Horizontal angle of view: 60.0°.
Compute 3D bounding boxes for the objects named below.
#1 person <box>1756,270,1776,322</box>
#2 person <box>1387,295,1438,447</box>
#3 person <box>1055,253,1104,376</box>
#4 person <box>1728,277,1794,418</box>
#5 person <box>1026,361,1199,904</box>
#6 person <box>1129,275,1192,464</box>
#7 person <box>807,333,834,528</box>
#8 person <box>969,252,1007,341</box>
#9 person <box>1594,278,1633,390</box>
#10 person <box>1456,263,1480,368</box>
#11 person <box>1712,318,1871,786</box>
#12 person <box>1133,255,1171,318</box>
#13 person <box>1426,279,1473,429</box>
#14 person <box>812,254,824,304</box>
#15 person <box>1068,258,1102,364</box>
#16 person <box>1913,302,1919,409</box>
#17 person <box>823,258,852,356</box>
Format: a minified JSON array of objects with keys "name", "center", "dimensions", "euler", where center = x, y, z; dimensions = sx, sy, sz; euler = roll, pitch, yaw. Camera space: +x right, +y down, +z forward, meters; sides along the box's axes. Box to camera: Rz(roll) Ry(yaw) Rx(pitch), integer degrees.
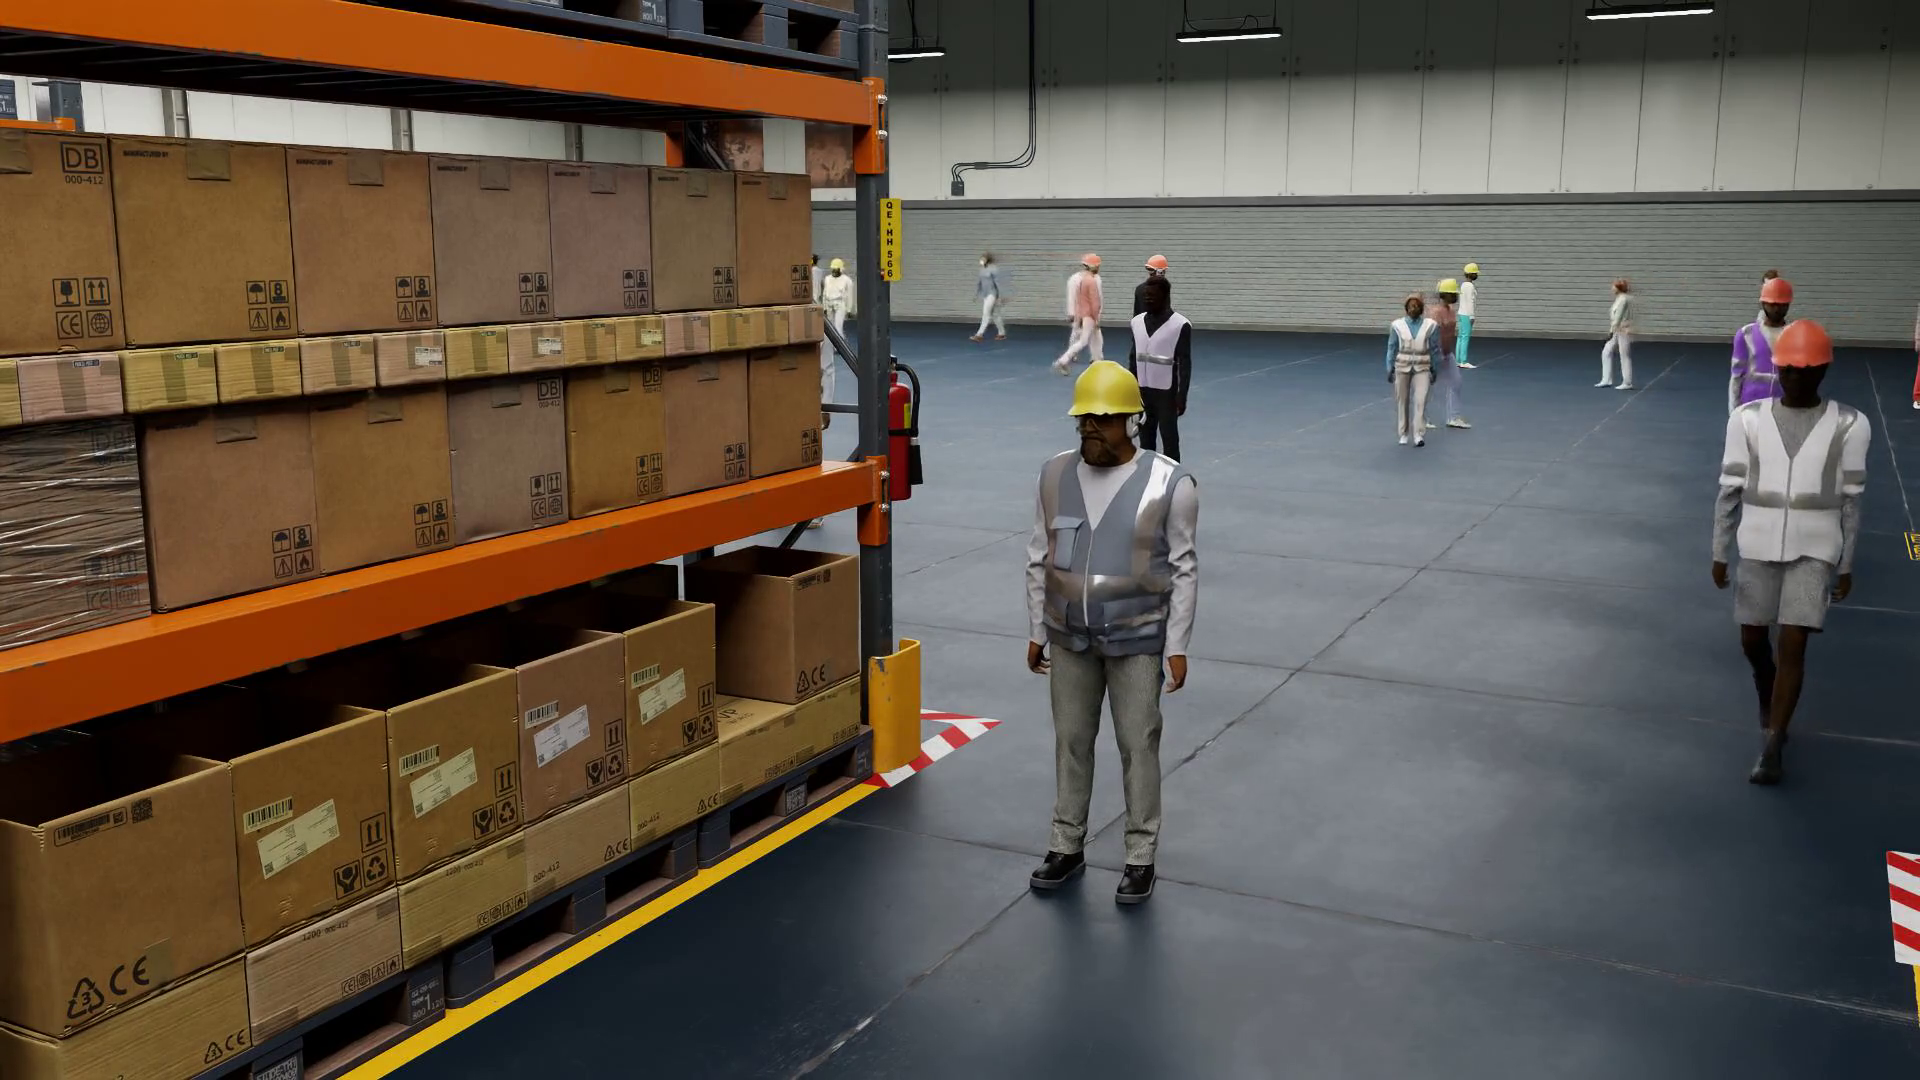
[{"name":"person","center":[15.154,-4.282,31.289],"dimensions":[0.755,1.589,0.523],"euler":[-3,11,-18]},{"name":"person","center":[4.788,-1.775,17.615],"dimensions":[0.527,1.599,0.819],"euler":[3,11,15]},{"name":"person","center":[1.997,-3.570,26.452],"dimensions":[0.962,1.967,0.620],"euler":[-1,10,-5]},{"name":"person","center":[6.081,-1.001,12.509],"dimensions":[0.567,1.925,0.427],"euler":[4,11,23]},{"name":"person","center":[0.491,0.311,5.616],"dimensions":[0.602,1.830,0.404],"euler":[5,12,26]},{"name":"person","center":[1.649,-1.229,13.777],"dimensions":[0.590,1.920,0.399],"euler":[10,14,44]},{"name":"person","center":[-1.246,-1.028,12.783],"dimensions":[0.575,1.883,0.355],"euler":[3,11,18]},{"name":"person","center":[0.624,-5.163,35.370],"dimensions":[1.038,1.880,0.653],"euler":[-6,12,-30]},{"name":"person","center":[9.540,-2.996,24.229],"dimensions":[0.631,1.615,0.527],"euler":[2,11,10]},{"name":"person","center":[8.593,-3.784,28.165],"dimensions":[0.359,1.777,0.528],"euler":[0,10,0]},{"name":"person","center":[3.497,0.016,7.031],"dimensions":[0.550,1.912,0.841],"euler":[7,12,33]},{"name":"person","center":[2.465,-2.606,21.079],"dimensions":[0.396,1.992,0.623],"euler":[-7,13,-35]},{"name":"person","center":[5.623,-2.130,19.192],"dimensions":[0.537,1.738,0.749],"euler":[-10,14,-42]},{"name":"person","center":[-3.232,-5.467,37.148],"dimensions":[0.940,1.833,0.535],"euler":[6,12,30]},{"name":"person","center":[2.179,-4.014,29.090],"dimensions":[0.647,1.869,0.965],"euler":[-3,11,-18]},{"name":"person","center":[12.605,-2.557,21.455],"dimensions":[0.524,1.761,0.337],"euler":[2,11,9]},{"name":"person","center":[-2.278,-4.363,31.137],"dimensions":[0.605,1.819,0.590],"euler":[6,12,30]}]
